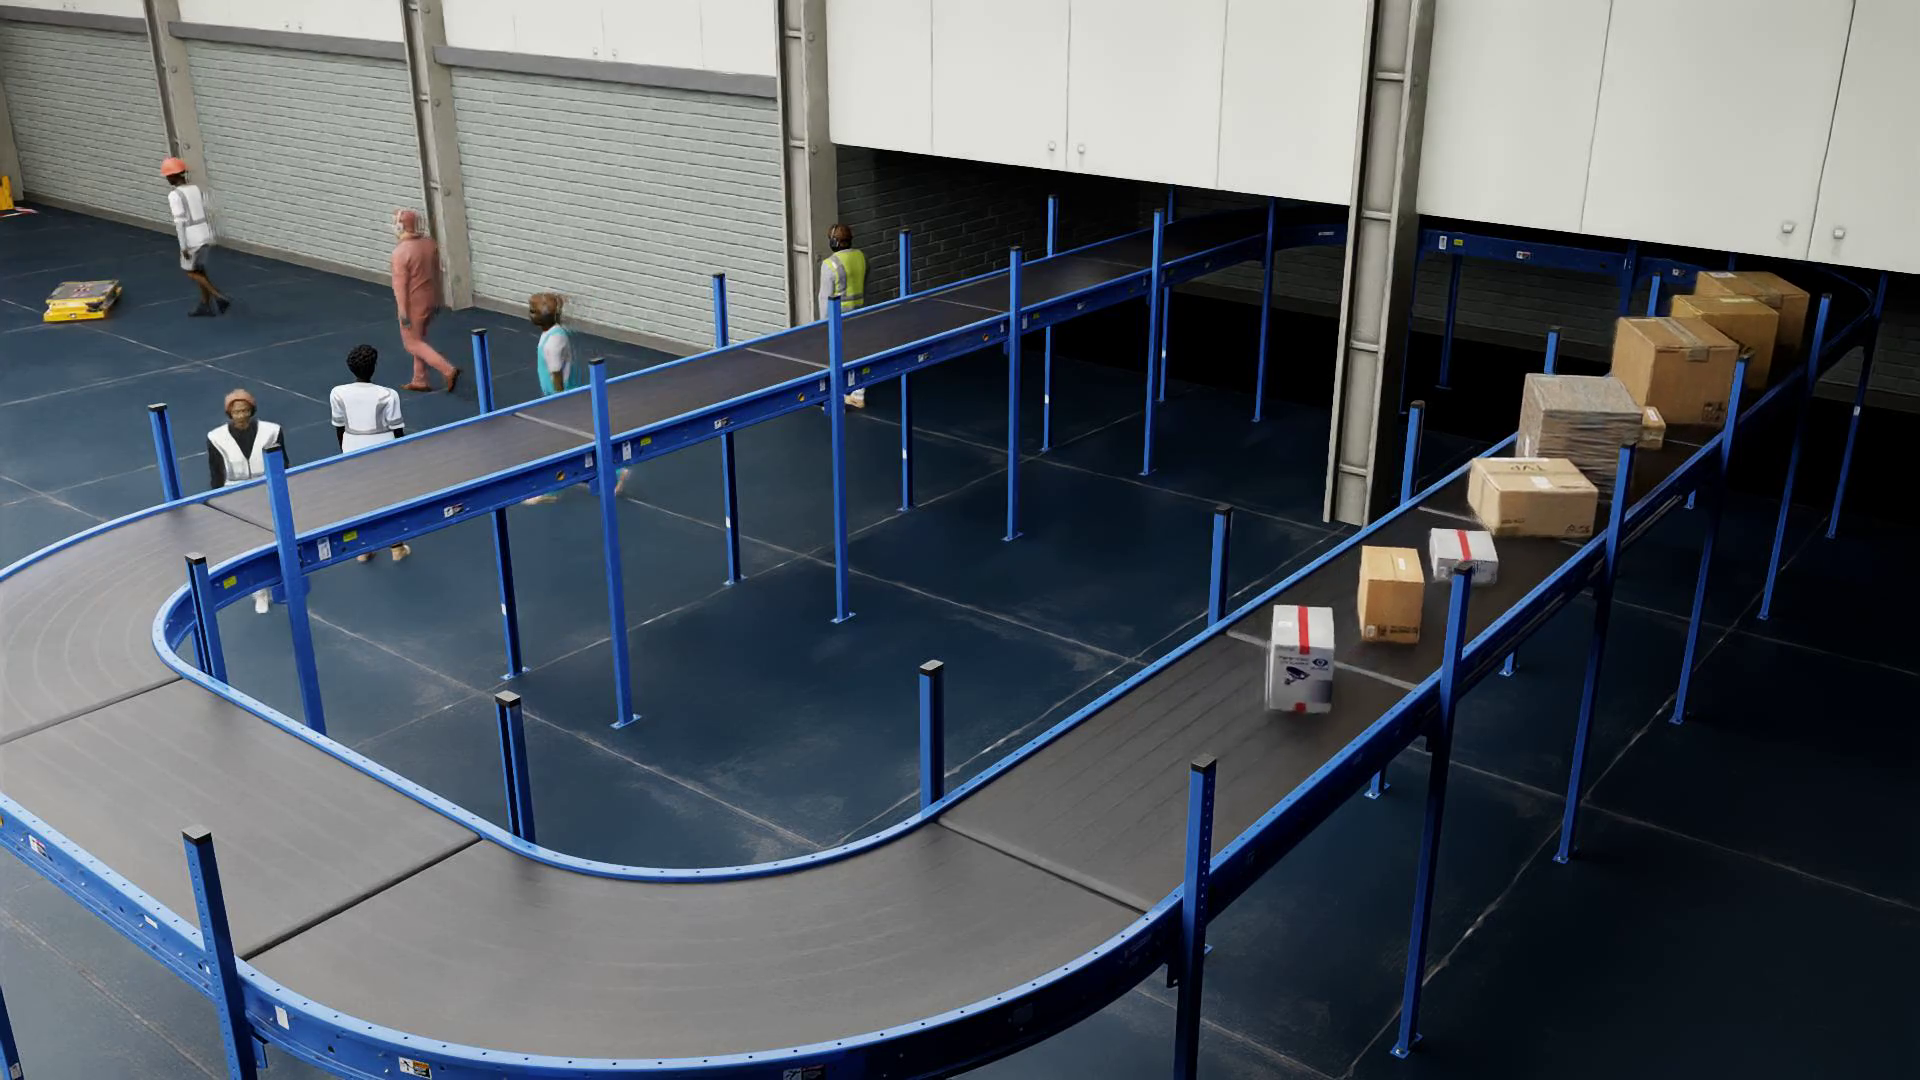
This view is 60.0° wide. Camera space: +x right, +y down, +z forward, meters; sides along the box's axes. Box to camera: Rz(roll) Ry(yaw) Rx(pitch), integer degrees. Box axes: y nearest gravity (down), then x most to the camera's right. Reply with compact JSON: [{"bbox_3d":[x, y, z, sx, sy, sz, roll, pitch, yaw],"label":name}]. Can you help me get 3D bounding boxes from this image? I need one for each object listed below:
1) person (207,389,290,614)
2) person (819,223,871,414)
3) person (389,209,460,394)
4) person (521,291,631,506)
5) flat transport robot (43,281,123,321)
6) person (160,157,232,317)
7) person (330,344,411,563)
[{"bbox_3d":[-4.936,-0.263,11.639,0.531,1.630,0.363,-8,23,-21],"label":"person"},{"bbox_3d":[-1.136,-2.152,16.157,0.429,1.836,0.620,16,27,35],"label":"person"},{"bbox_3d":[-5.381,-2.361,16.622,0.711,1.884,0.651,6,22,14],"label":"person"},{"bbox_3d":[-3.210,-1.159,13.670,0.857,1.819,0.513,-7,23,-17],"label":"person"},{"bbox_3d":[-10.669,-2.932,20.236,0.652,0.197,1.431,-6,22,-16],"label":"flat transport robot"},{"bbox_3d":[-8.982,-3.538,19.569,0.618,1.913,0.556,5,22,12],"label":"person"},{"bbox_3d":[-4.412,-0.635,12.499,0.535,1.690,0.319,0,21,0],"label":"person"}]
